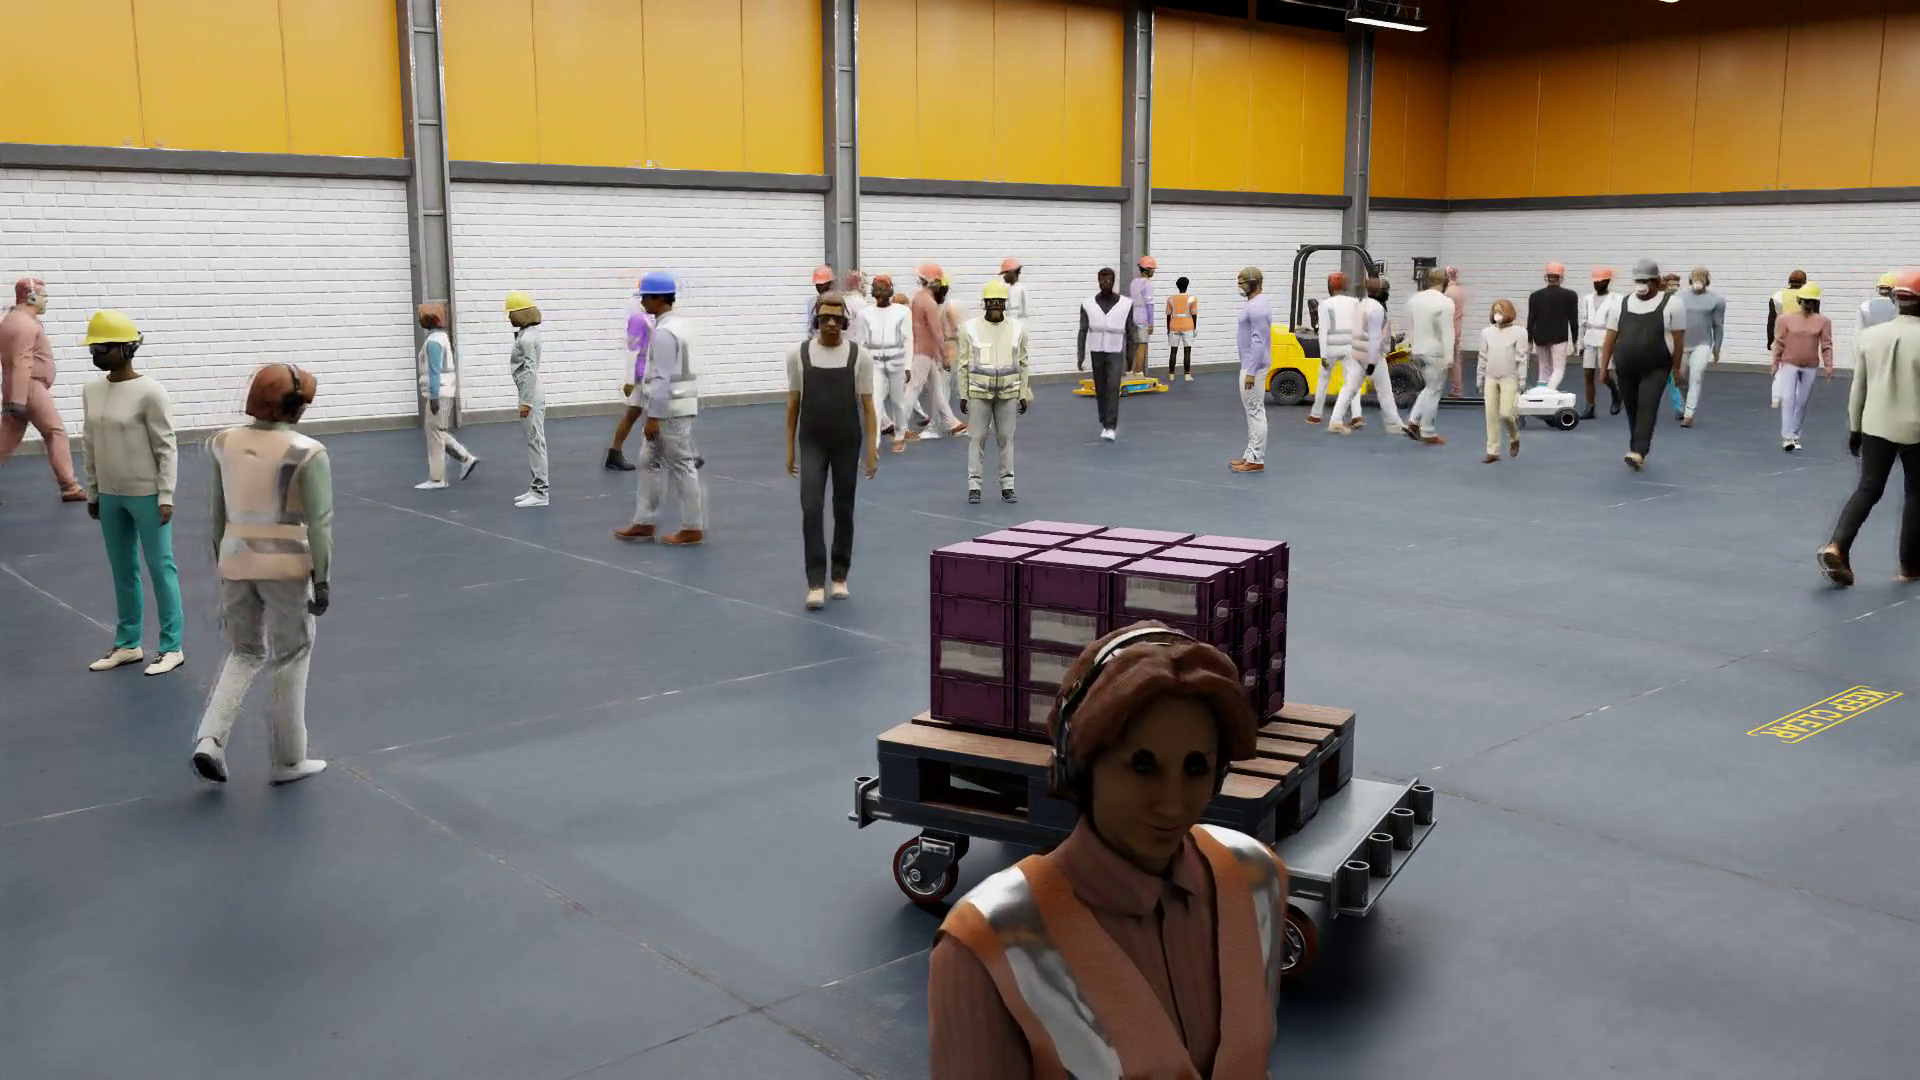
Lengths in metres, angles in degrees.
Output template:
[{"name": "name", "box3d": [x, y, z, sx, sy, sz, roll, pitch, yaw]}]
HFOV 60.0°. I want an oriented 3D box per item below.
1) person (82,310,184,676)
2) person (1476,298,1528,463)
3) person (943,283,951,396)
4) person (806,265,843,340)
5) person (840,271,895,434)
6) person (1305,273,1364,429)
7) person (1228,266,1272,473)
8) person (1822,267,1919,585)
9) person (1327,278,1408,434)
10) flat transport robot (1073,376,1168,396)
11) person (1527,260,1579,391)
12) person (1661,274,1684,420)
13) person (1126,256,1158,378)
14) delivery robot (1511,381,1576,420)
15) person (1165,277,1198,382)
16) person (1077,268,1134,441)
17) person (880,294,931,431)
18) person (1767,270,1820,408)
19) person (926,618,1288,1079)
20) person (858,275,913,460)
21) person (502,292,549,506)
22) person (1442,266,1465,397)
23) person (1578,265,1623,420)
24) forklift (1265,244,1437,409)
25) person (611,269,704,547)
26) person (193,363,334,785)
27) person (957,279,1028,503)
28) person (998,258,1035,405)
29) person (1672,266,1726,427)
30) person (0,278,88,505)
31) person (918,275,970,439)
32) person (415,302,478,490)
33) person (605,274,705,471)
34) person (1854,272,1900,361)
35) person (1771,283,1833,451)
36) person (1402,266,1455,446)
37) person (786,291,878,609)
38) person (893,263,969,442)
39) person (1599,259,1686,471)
[{"name": "person", "box3d": [-4.017, -0.222, 8.042, 0.526, 1.769, 0.328, 4, 10, 20]}, {"name": "person", "box3d": [5.310, -1.555, 16.274, 0.419, 1.617, 0.519, -9, 13, -42]}, {"name": "person", "box3d": [-0.253, -2.946, 24.186, 0.317, 1.696, 0.540, 0, 10, 2]}, {"name": "person", "box3d": [-1.522, -2.230, 19.366, 0.584, 1.913, 0.552, 5, 11, 25]}, {"name": "person", "box3d": [-1.146, -2.089, 18.749, 0.988, 1.852, 0.651, -7, 12, -34]}, {"name": "person", "box3d": [4.482, -2.236, 19.667, 0.590, 1.837, 0.999, -3, 10, -16]}, {"name": "person", "box3d": [2.728, -1.588, 15.554, 0.373, 1.935, 0.628, 1, 10, 7]}, {"name": "person", "box3d": [5.700, -0.683, 10.173, 0.913, 1.964, 0.624, -6, 12, -33]}, {"name": "person", "box3d": [4.643, -2.070, 18.838, 1.010, 1.782, 0.632, -2, 10, -9]}, {"name": "flat transport robot", "box3d": [2.354, -2.252, 24.295, 0.652, 0.197, 1.431, 9, 13, 43]}, {"name": "person", "box3d": [7.469, -2.539, 21.015, 0.624, 1.974, 0.831, 6, 12, 33]}, {"name": "person", "box3d": [8.761, -2.387, 20.620, 0.581, 1.794, 0.938, -1, 10, -4]}, {"name": "person", "box3d": [2.909, -3.472, 26.332, 0.446, 2.030, 0.625, -4, 11, -23]}, {"name": "delivery robot", "box3d": [6.811, -1.616, 19.473, 0.707, 0.478, 0.477, 0, 10, 3]}, {"name": "person", "box3d": [3.576, -3.396, 26.849, 0.535, 1.693, 0.317, 4, 11, 24]}, {"name": "person", "box3d": [1.583, -2.026, 18.255, 0.611, 1.876, 0.920, 2, 10, 11]}, {"name": "person", "box3d": [-0.680, -2.060, 19.327, 0.880, 1.579, 0.506, -5, 11, -28]}, {"name": "person", "box3d": [11.088, -2.669, 22.150, 0.634, 1.841, 0.429, 6, 11, 31]}, {"name": "person", "box3d": [0.176, 0.894, 1.887, 0.515, 1.636, 0.314, -8, 12, -38]}, {"name": "person", "box3d": [-0.746, -1.759, 16.836, 0.575, 1.844, 0.978, 1, 10, 6]}, {"name": "person", "box3d": [-3.527, -1.141, 13.511, 0.309, 1.737, 0.484, -2, 10, -12]}, {"name": "person", "box3d": [6.721, -2.897, 23.387, 0.800, 1.880, 0.653, 6, 11, 32]}, {"name": "person", "box3d": [7.965, -2.438, 20.592, 0.581, 1.921, 0.550, -7, 12, -35]}, {"name": "forklift", "box3d": [5.256, -2.933, 22.661, 2.313, 2.155, 1.214, 3, 10, 16]}, {"name": "person", "box3d": [-2.151, -0.896, 11.514, 0.786, 1.922, 0.638, -1, 10, -6]}, {"name": "person", "box3d": [-2.631, 0.144, 6.311, 0.545, 1.617, 0.471, 2, 10, 14]}, {"name": "person", "box3d": [0.275, -1.215, 13.648, 0.590, 1.837, 0.403, -1, 10, -7]}, {"name": "person", "box3d": [0.678, -2.811, 22.533, 0.691, 2.001, 0.680, 1, 10, 7]}, {"name": "person", "box3d": [8.788, -2.319, 19.913, 0.642, 1.916, 0.880, 6, 11, 32]}, {"name": "person", "box3d": [-7.643, -1.195, 13.512, 0.974, 1.857, 0.635, -8, 13, -41]}, {"name": "person", "box3d": [-0.086, -2.063, 18.564, 0.967, 1.869, 0.598, -4, 11, -23]}, {"name": "person", "box3d": [-4.508, -1.246, 14.421, 0.439, 1.626, 0.530, -2, 10, -11]}, {"name": "person", "box3d": [-2.925, -1.559, 15.559, 0.990, 1.887, 0.553, 0, 10, 2]}, {"name": "person", "box3d": [10.767, -2.197, 19.409, 0.600, 1.831, 0.404, 8, 13, 39]}, {"name": "person", "box3d": [8.734, -1.778, 17.210, 0.550, 1.733, 0.731, 2, 10, 12]}, {"name": "person", "box3d": [5.056, -1.953, 17.733, 0.434, 1.915, 0.663, -3, 10, -19]}, {"name": "person", "box3d": [-0.739, -0.514, 9.585, 0.532, 1.813, 0.774, -1, 10, -3]}, {"name": "person", "box3d": [-0.282, -2.038, 18.148, 1.006, 1.937, 0.651, -2, 10, -13]}, {"name": "person", "box3d": [6.419, -1.680, 15.774, 0.705, 2.000, 0.996, 8, 13, 40]}]
